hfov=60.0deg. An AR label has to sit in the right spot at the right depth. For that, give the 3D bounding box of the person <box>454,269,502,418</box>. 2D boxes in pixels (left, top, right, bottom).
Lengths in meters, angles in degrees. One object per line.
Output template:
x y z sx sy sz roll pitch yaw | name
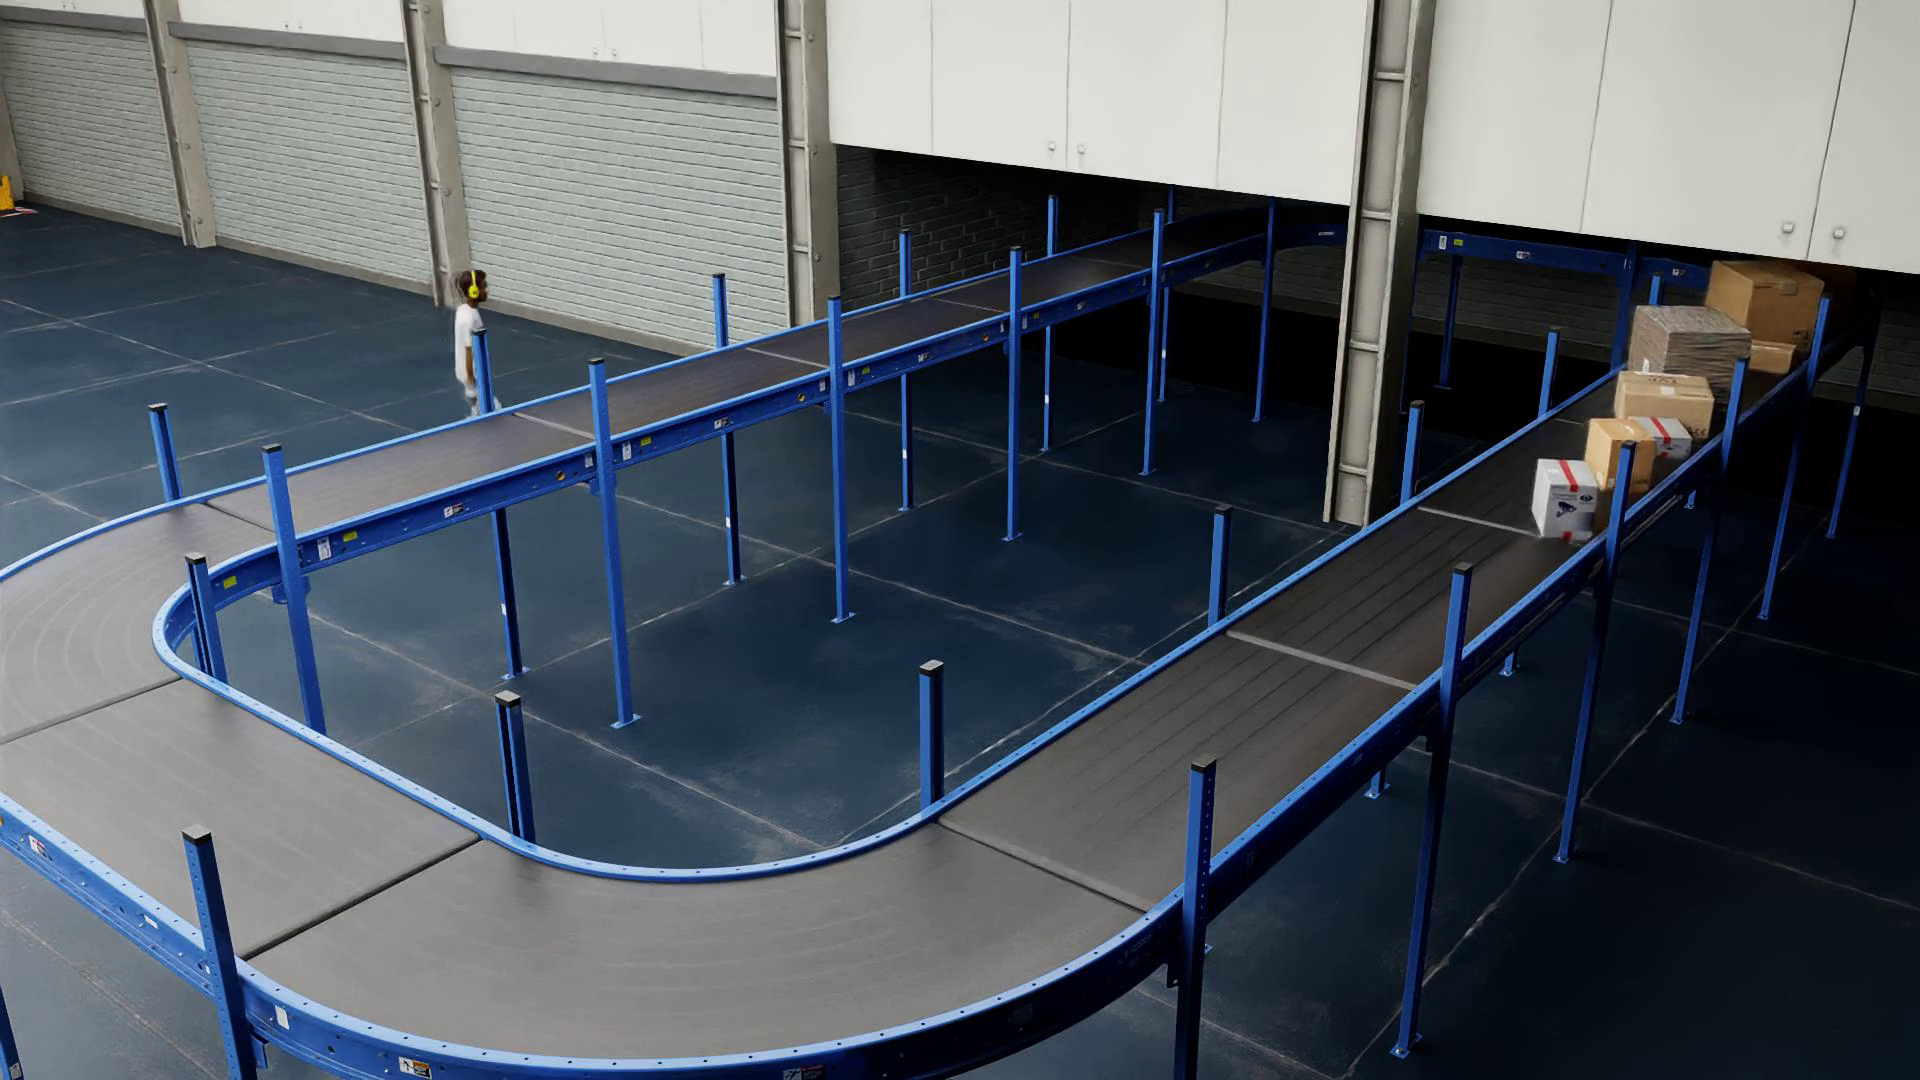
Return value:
-4.102 -1.379 14.179 0.429 1.846 0.558 -7 23 -18 | person
